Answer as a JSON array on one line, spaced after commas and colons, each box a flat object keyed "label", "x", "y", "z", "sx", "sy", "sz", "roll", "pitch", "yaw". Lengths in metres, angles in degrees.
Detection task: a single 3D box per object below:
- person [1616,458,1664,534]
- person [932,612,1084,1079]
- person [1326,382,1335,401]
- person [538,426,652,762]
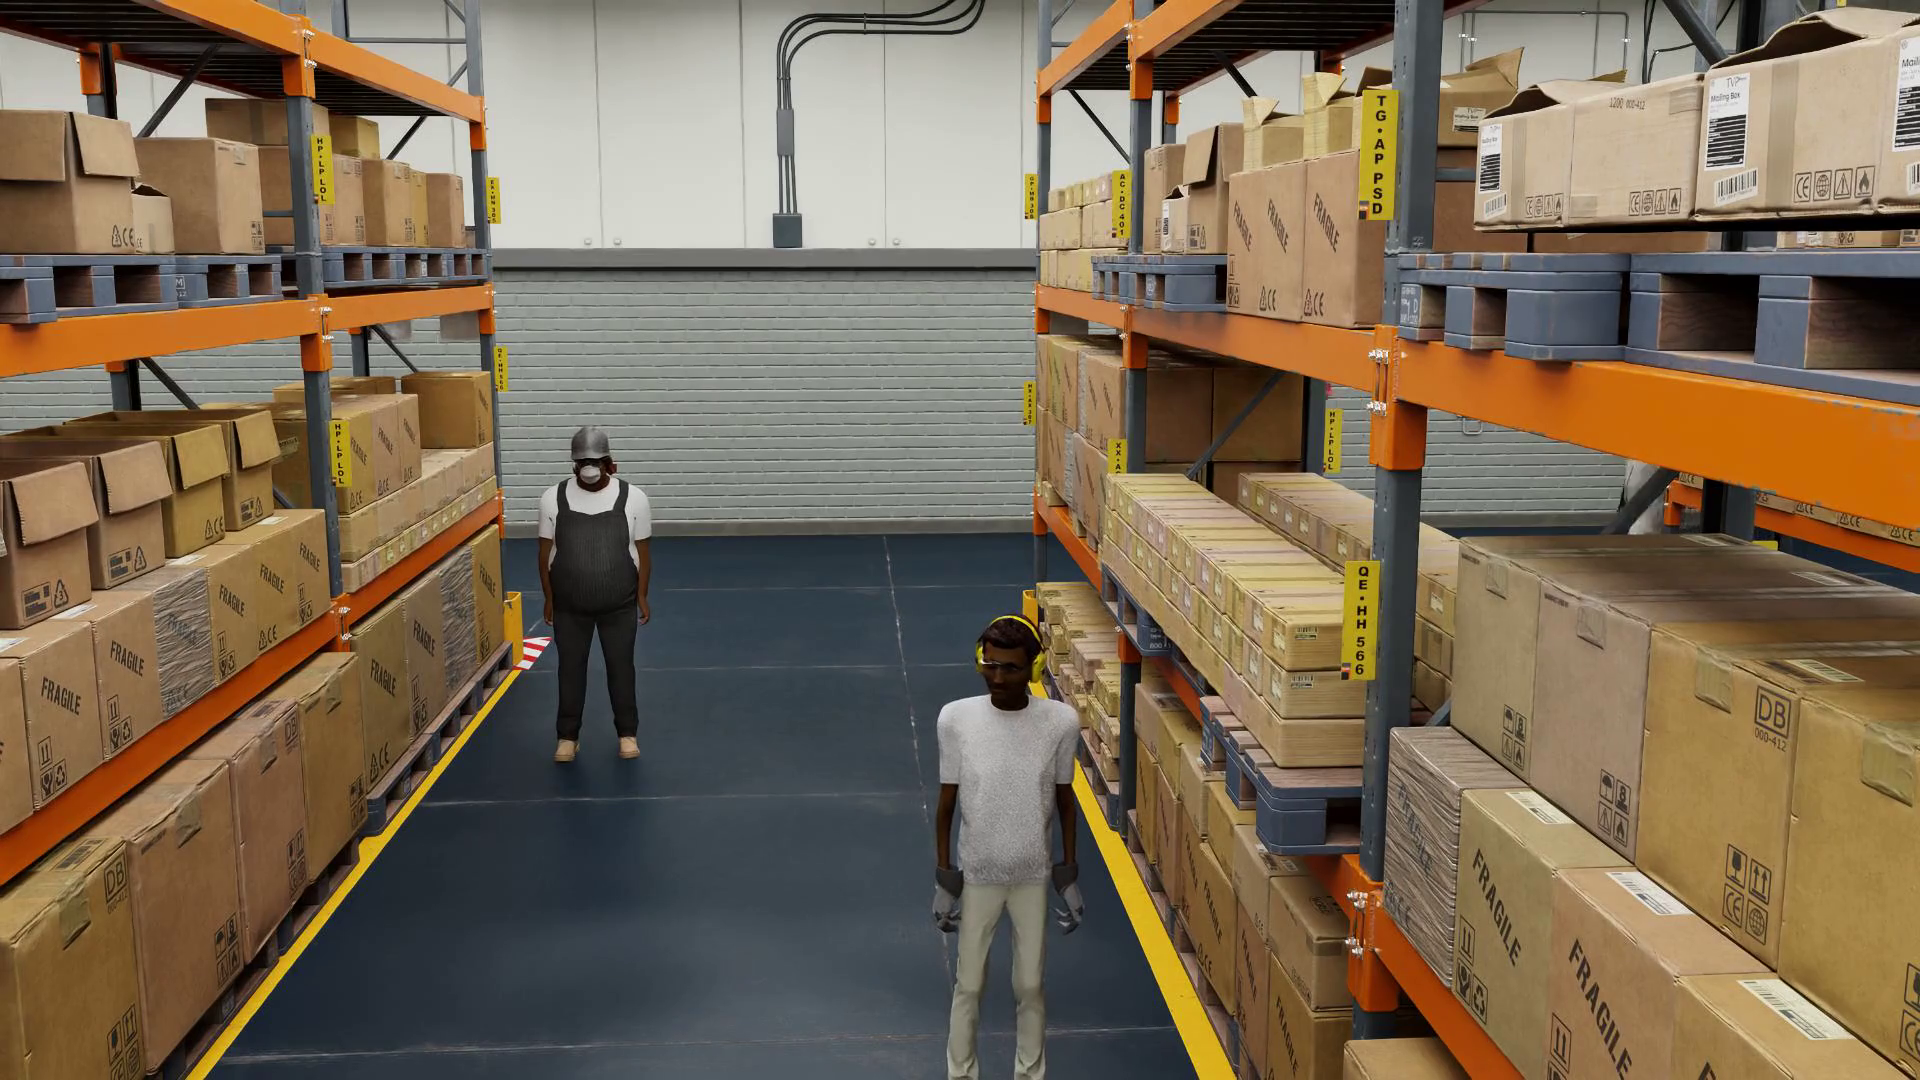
[{"label": "person", "x": 5.727, "y": -0.250, "z": 13.787, "sx": 1.003, "sy": 1.923, "sz": 0.626, "roll": -1, "pitch": 10, "yaw": -3}, {"label": "person", "x": 0.163, "y": 1.159, "z": 5.646, "sx": 0.520, "sy": 1.865, "sz": 0.332, "roll": -1, "pitch": 10, "yaw": -4}, {"label": "person", "x": 3.285, "y": -0.697, "z": 16.390, "sx": 0.856, "sy": 1.939, "sz": 0.620, "roll": 3, "pitch": 10, "yaw": 15}, {"label": "person", "x": -2.194, "y": 0.326, "z": 10.022, "sx": 0.677, "sy": 2.000, "sz": 0.536, "roll": -2, "pitch": 10, "yaw": -10}]
